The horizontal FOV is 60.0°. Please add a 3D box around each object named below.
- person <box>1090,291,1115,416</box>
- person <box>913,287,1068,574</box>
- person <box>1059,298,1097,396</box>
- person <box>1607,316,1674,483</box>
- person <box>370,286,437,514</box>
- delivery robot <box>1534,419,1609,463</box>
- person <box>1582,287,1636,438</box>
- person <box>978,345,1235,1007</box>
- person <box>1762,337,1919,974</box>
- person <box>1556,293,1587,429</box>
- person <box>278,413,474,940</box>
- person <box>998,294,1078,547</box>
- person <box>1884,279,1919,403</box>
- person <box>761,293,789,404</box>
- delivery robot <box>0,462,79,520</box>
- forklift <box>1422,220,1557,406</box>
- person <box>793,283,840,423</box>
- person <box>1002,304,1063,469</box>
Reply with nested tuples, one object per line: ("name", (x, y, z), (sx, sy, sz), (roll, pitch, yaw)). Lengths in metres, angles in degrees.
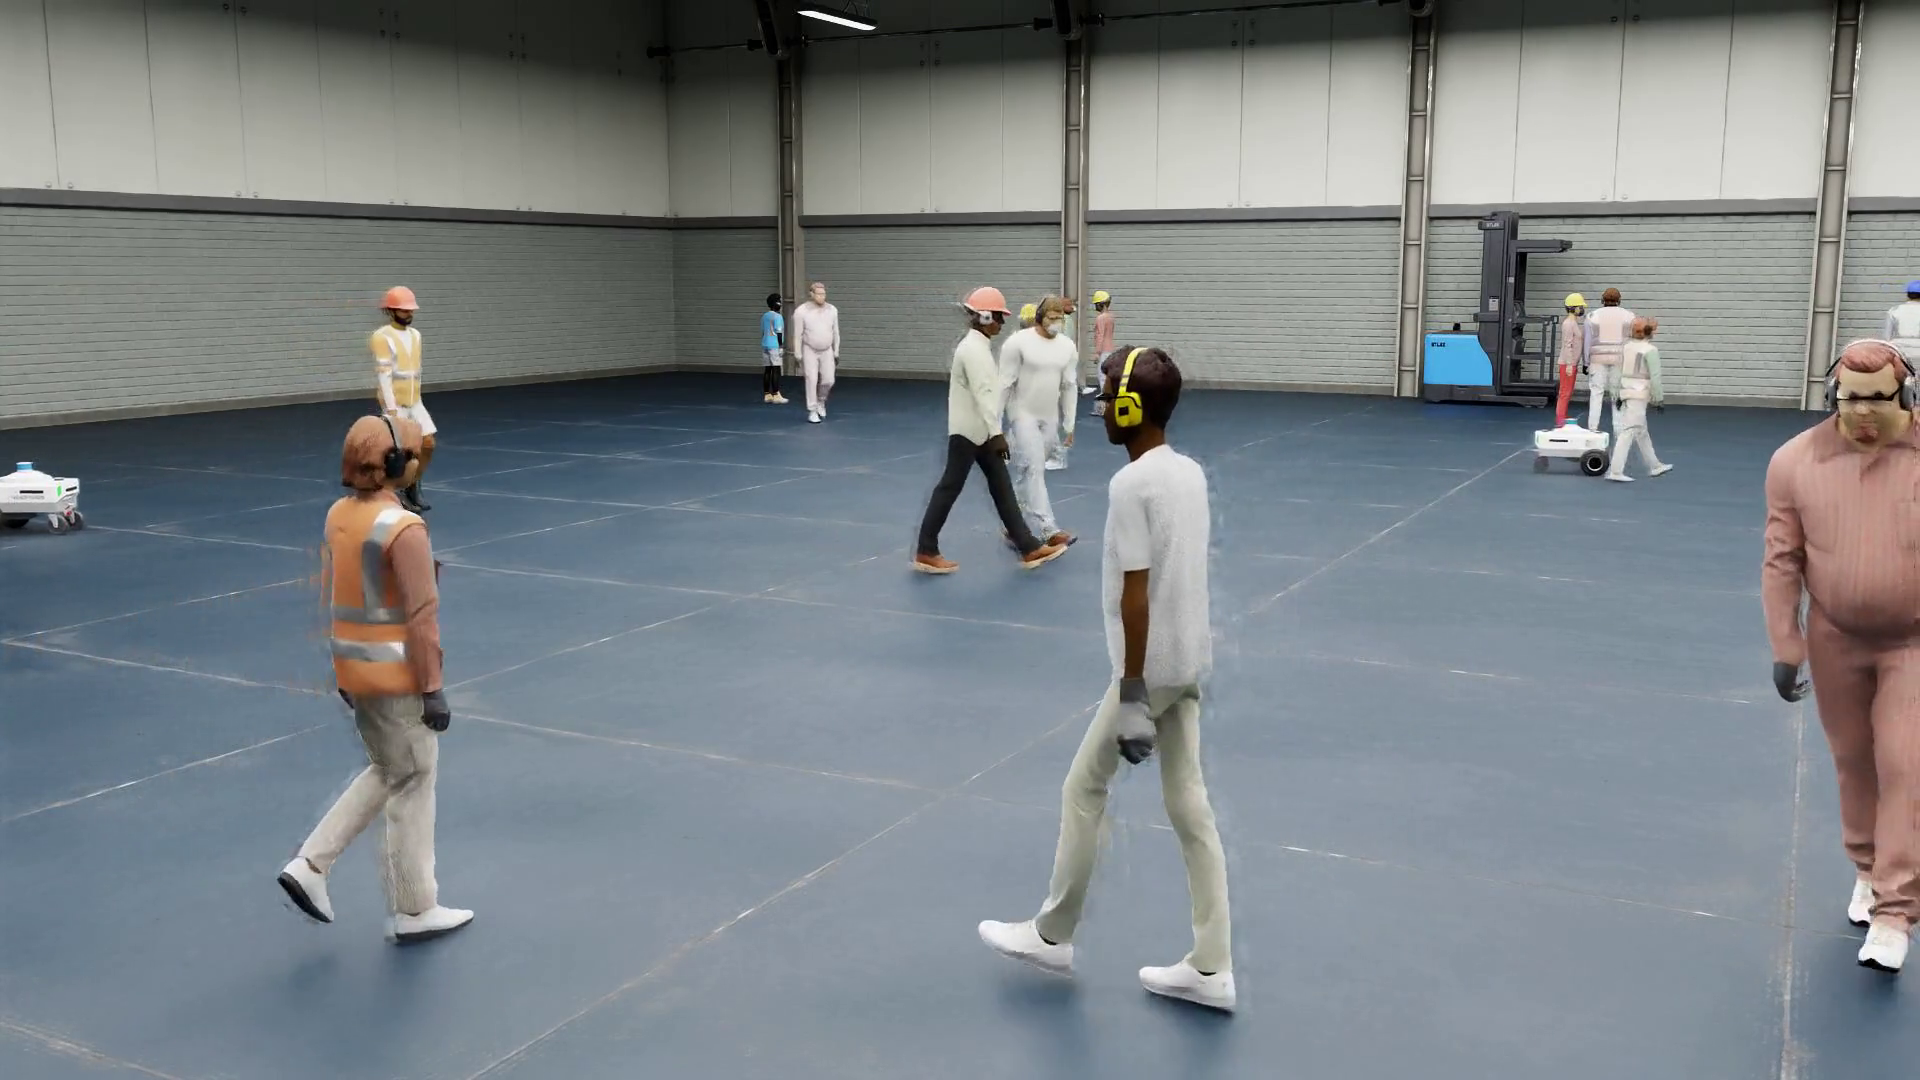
("person", (2.024, -2.647, 23.601), (0.317, 1.765, 0.522), (4, 10, 23))
("person", (0.172, -0.728, 11.227), (1.075, 1.924, 0.623), (2, 9, 12))
("person", (1.839, -3.143, 27.142), (0.820, 1.592, 0.530), (3, 10, 18))
("person", (6.676, -1.361, 16.162), (0.830, 1.601, 0.540), (-1, 9, -7))
("person", (-4.657, -1.160, 13.942), (0.435, 1.916, 0.551), (5, 11, 29))
("delivery robot", (6.233, -0.995, 16.964), (0.707, 0.478, 0.477), (3, 10, 19))
("person", (8.002, -2.191, 20.547), (0.624, 1.844, 0.429), (3, 10, 16))
("person", (0.437, 0.373, 4.728), (0.879, 1.831, 0.566), (6, 11, 35))
("person", (2.738, 0.329, 4.993), (0.708, 1.845, 0.910), (8, 12, 42))
("person", (7.561, -2.160, 20.574), (0.308, 1.772, 0.525), (5, 10, 26))
("person", (-1.773, 0.436, 5.019), (0.458, 1.629, 0.526), (-9, 13, -43))
("person", (0.595, -0.831, 12.073), (0.691, 1.866, 1.021), (-6, 11, -35))
("person", (12.536, -2.462, 21.939), (0.615, 1.927, 0.439), (8, 12, 41))
("person", (-2.894, -2.972, 25.793), (0.322, 1.699, 0.535), (-6, 11, -34))
("delivery robot", (-7.360, -0.371, 13.118), (0.707, 0.478, 0.477), (0, 9, -2))
("forklift", (8.245, -3.527, 25.720), (1.873, 2.768, 1.129), (5, 10, 27))
("person", (-1.937, -2.536, 22.534), (0.679, 1.888, 0.463), (-4, 10, -24))
("person", (0.677, -1.583, 17.204), (0.874, 1.693, 0.508), (1, 9, 7))
